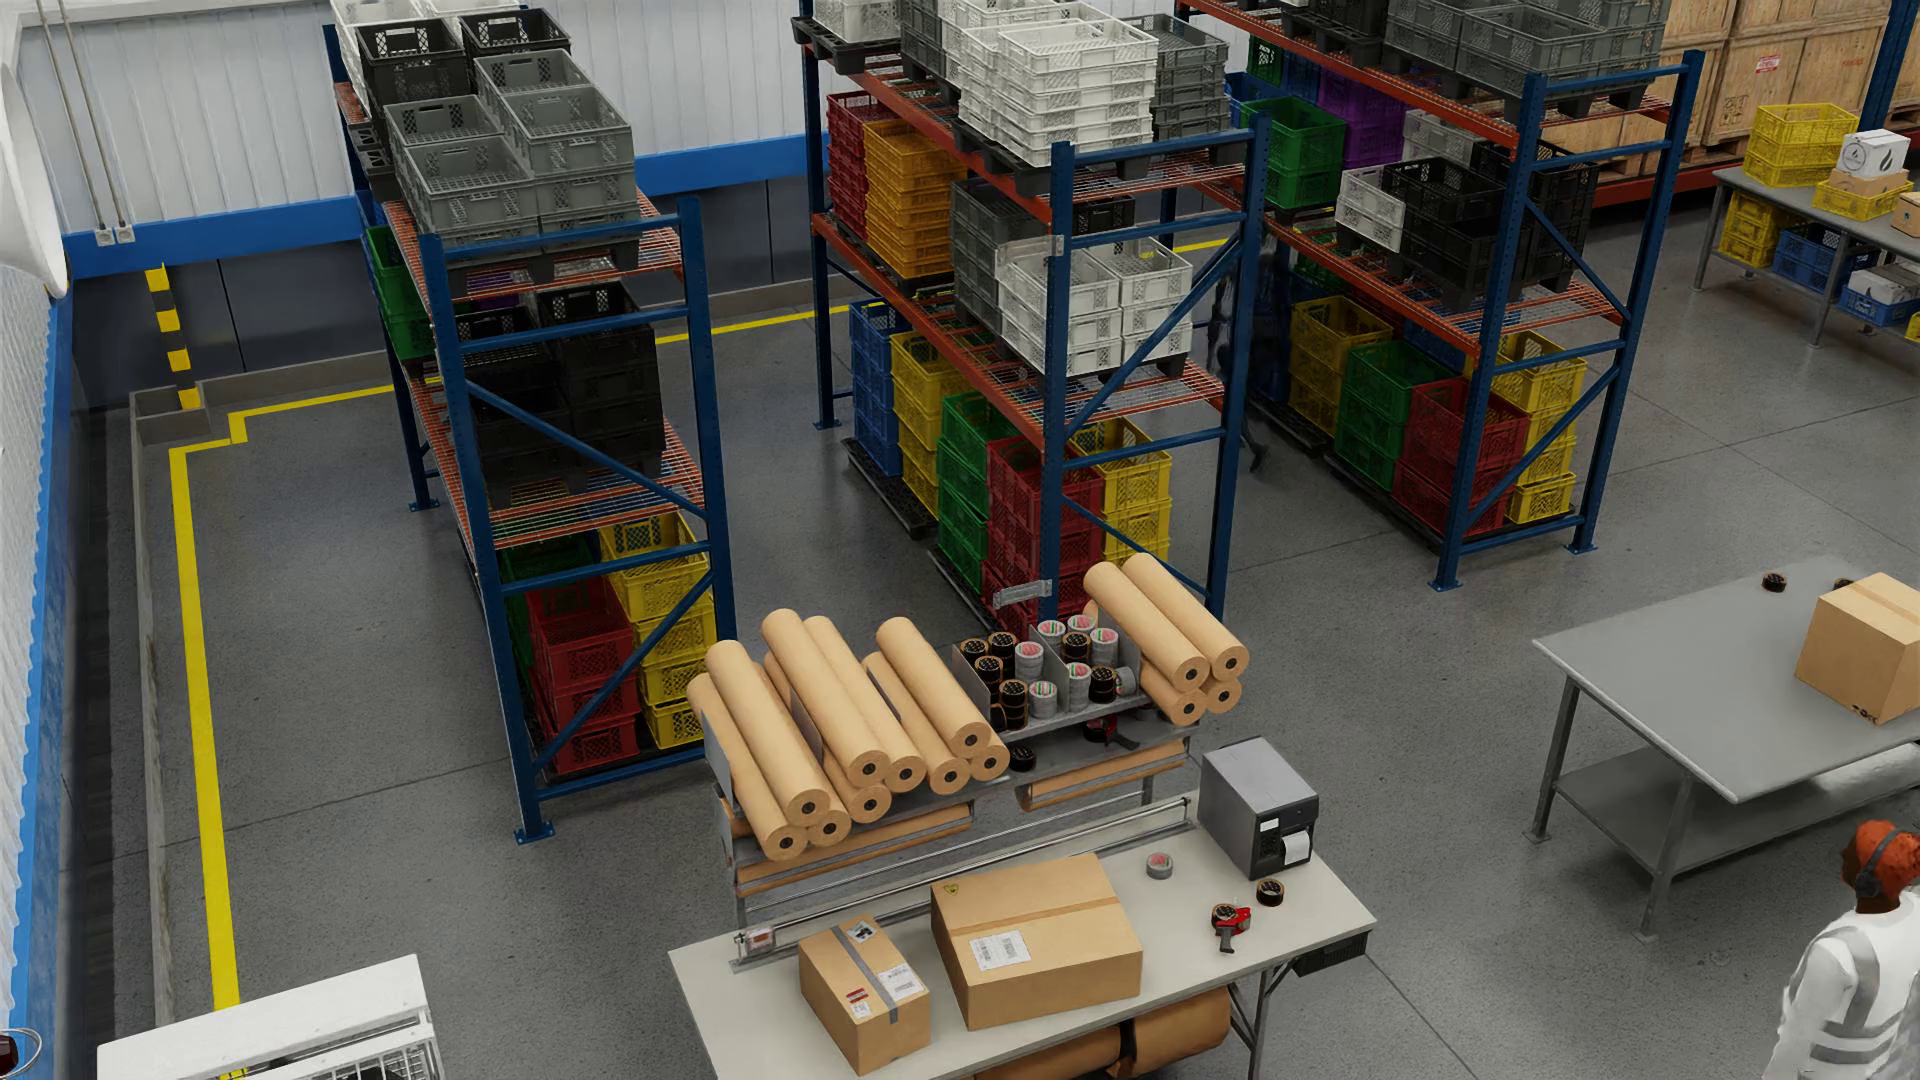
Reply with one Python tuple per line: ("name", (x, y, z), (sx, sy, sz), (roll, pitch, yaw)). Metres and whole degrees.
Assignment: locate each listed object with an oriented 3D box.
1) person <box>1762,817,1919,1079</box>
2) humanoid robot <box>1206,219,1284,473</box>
("person", (2.993, 1.752, 5.617), (0.581, 1.861, 0.787), (-19, 36, -28))
("humanoid robot", (1.886, -1.280, 10.720), (0.586, 1.632, 0.627), (-17, 35, -25))
